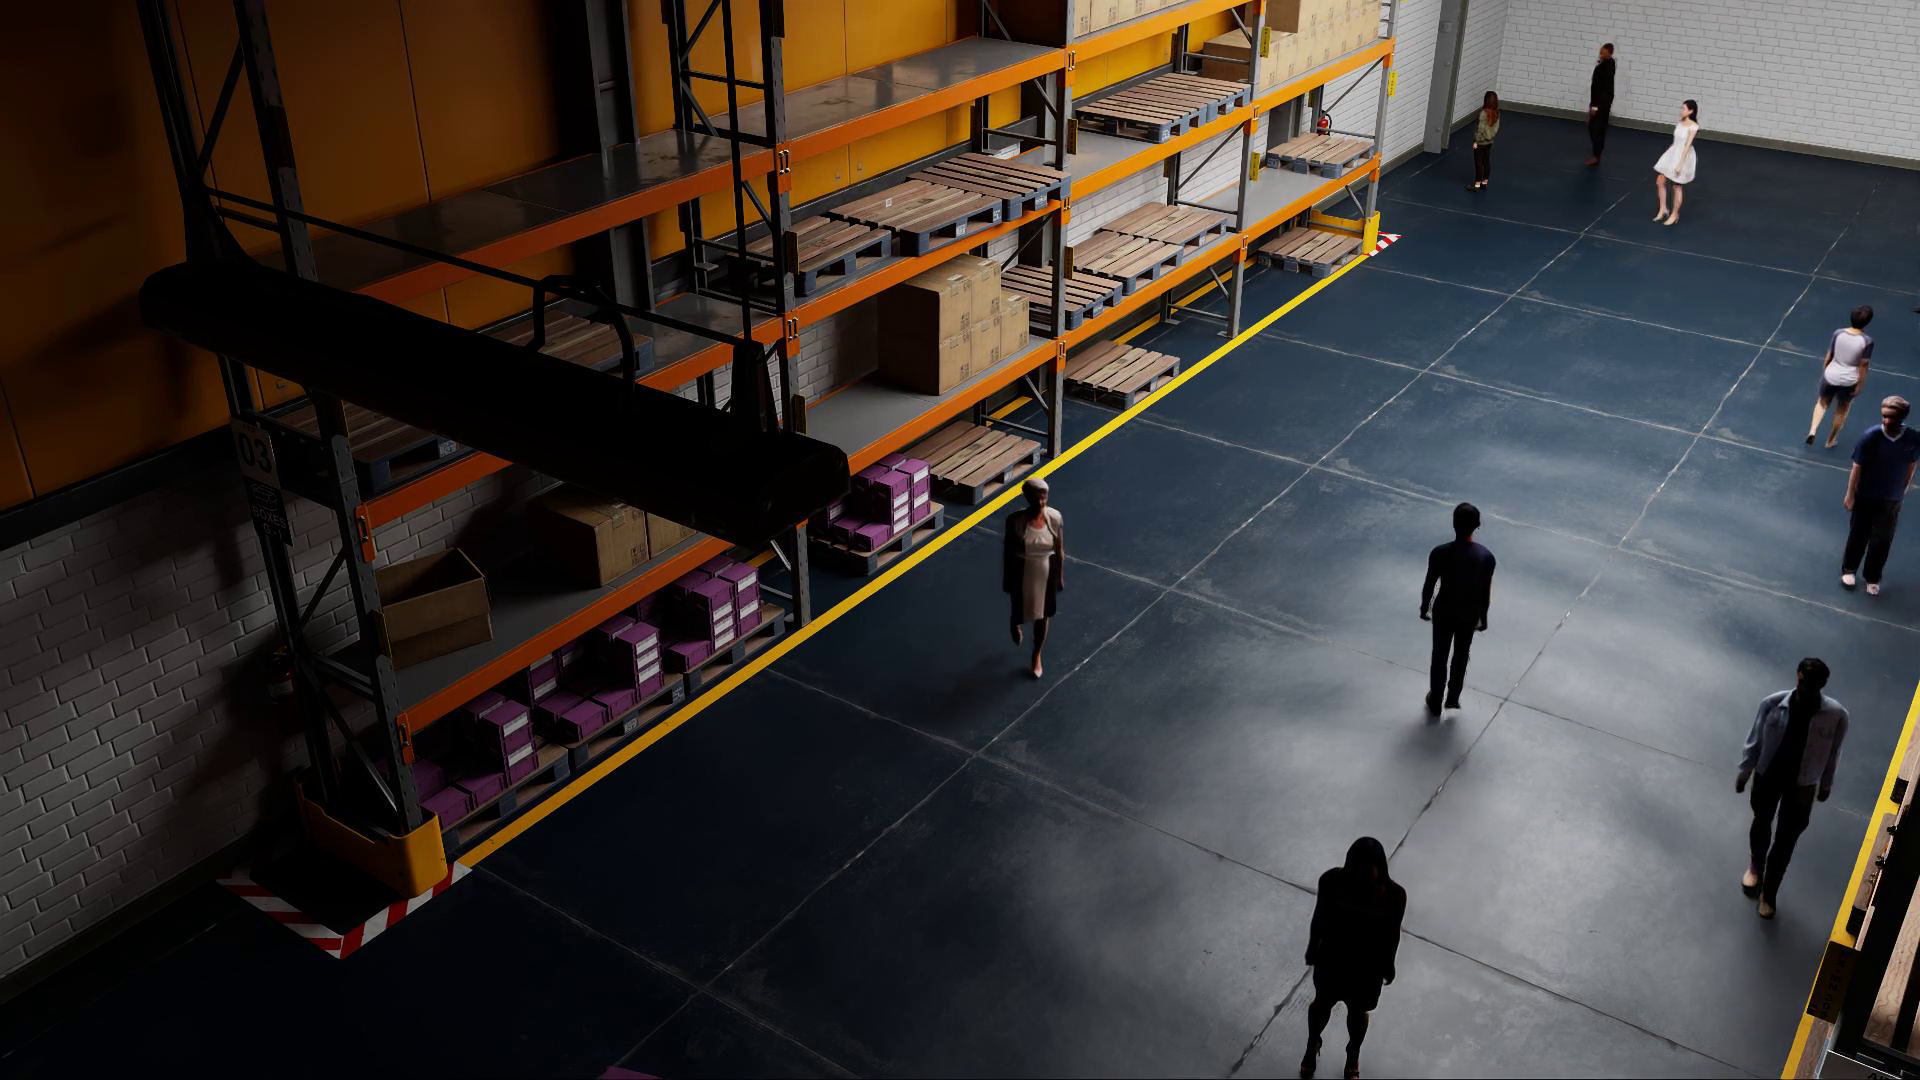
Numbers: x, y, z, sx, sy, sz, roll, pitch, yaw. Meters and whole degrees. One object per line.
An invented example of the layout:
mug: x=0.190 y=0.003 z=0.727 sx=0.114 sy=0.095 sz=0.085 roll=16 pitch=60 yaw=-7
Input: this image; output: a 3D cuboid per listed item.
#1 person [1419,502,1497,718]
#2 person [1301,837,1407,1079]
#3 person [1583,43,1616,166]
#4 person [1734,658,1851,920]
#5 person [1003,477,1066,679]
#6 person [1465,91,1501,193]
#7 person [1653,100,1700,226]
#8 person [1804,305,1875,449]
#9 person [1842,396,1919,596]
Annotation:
person: x=3.721 y=0.589 z=12.460 sx=0.781 sy=1.779 sz=0.805 roll=5 pitch=29 yaw=9
person: x=2.182 y=2.345 z=9.304 sx=0.722 sy=1.718 sz=0.700 roll=9 pitch=30 yaw=16
person: x=10.051 y=-6.827 z=25.953 sx=0.973 sy=1.877 sz=0.626 roll=20 pitch=34 yaw=32
person: x=5.360 y=1.505 z=10.765 sx=0.701 sy=1.794 sz=0.806 roll=18 pitch=33 yaw=29
person: x=0.557 y=0.254 z=13.109 sx=0.908 sy=1.744 sz=0.965 roll=-6 pitch=29 yaw=-10
person: x=7.800 y=-5.937 z=24.742 sx=0.540 sy=1.475 sz=0.696 roll=-20 pitch=34 yaw=-32
person: x=10.094 y=-5.230 z=23.148 sx=0.903 sy=1.759 sz=0.840 roll=-6 pitch=29 yaw=-11
person: x=8.848 y=-1.613 z=16.736 sx=0.627 sy=1.550 sz=0.798 roll=25 pitch=37 yaw=37
person: x=7.861 y=-0.399 z=14.216 sx=0.758 sy=1.831 sz=0.809 roll=6 pitch=29 yaw=10
